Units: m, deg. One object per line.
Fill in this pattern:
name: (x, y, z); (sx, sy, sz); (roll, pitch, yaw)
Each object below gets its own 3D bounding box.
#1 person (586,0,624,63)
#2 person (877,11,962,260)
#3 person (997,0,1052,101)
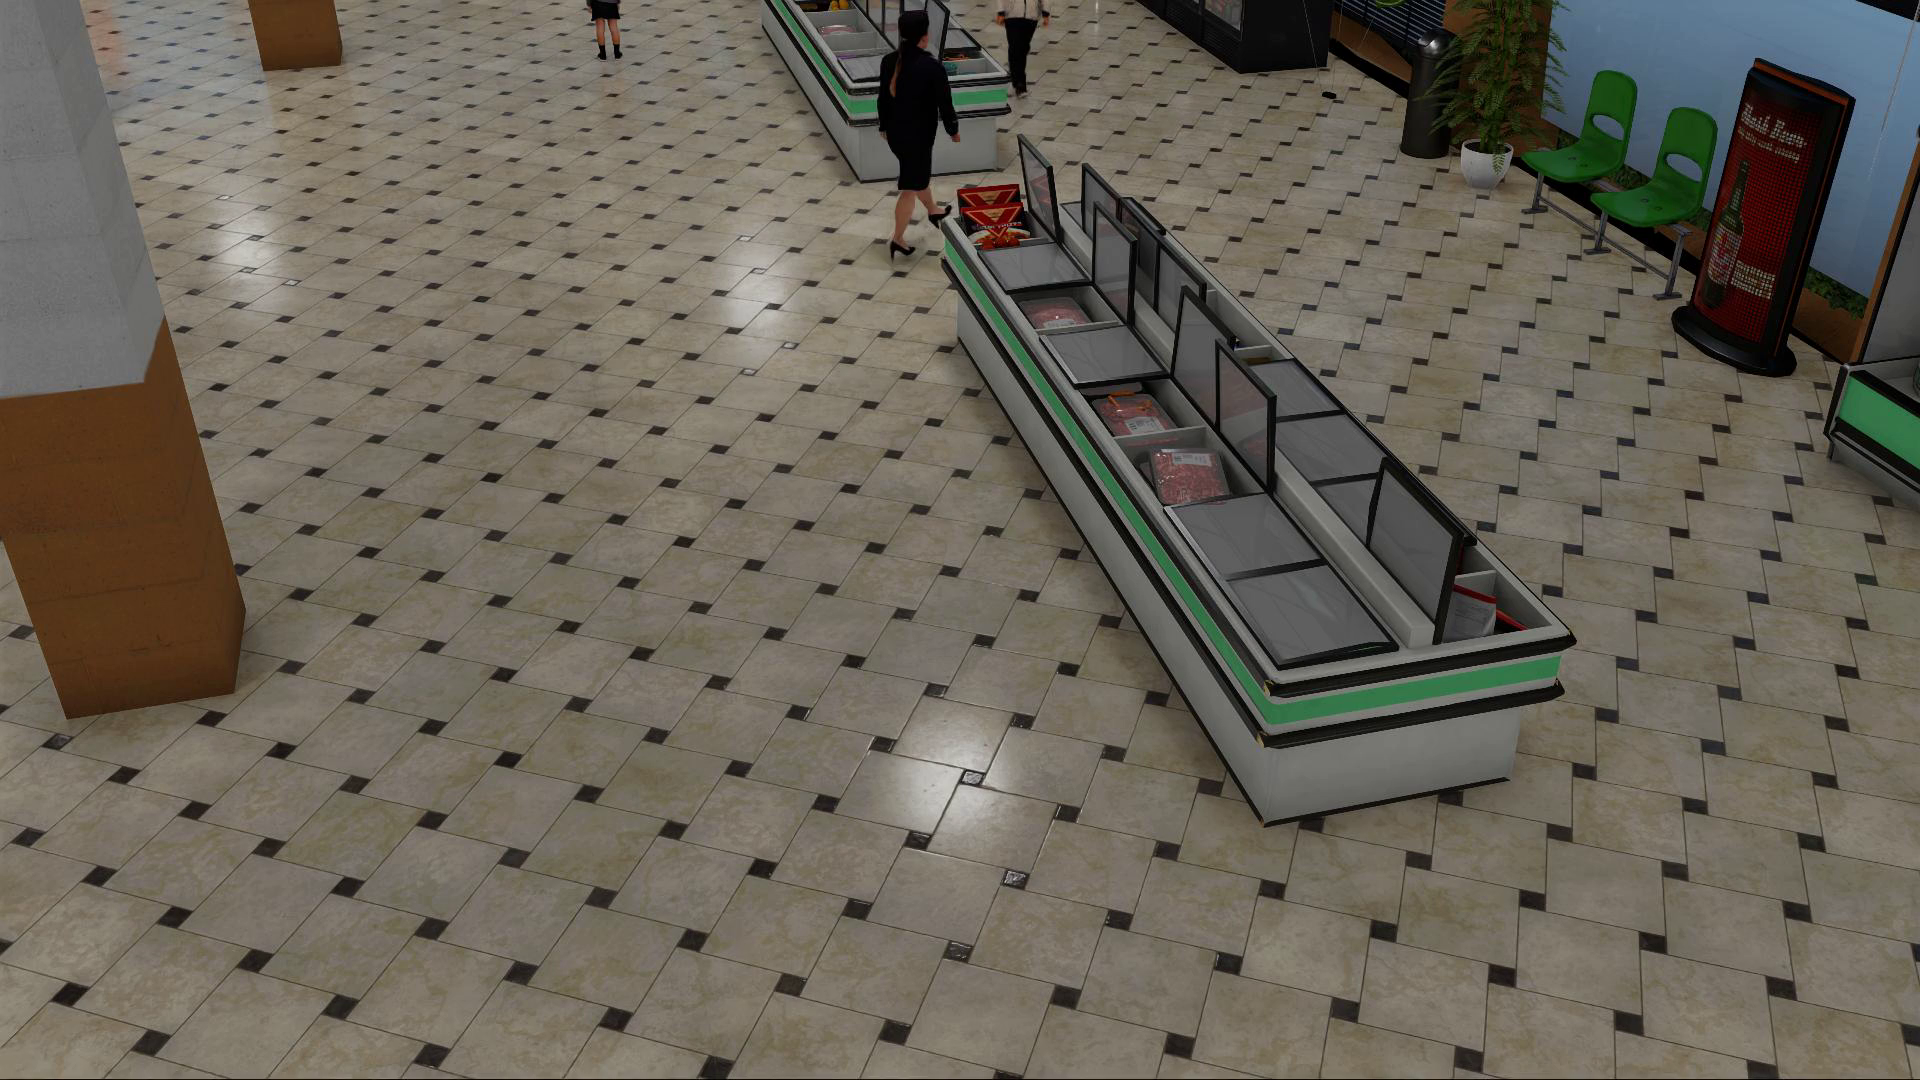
person: (-3.372, -5.098, 15.717); (0.472, 1.105, 0.443); (-9, 33, -14)
person: (-0.365, -2.716, 11.389); (1.106, 1.634, 1.108); (23, 39, 32)
person: (0.519, -4.663, 14.709); (0.626, 1.432, 0.859); (-9, 33, -15)
